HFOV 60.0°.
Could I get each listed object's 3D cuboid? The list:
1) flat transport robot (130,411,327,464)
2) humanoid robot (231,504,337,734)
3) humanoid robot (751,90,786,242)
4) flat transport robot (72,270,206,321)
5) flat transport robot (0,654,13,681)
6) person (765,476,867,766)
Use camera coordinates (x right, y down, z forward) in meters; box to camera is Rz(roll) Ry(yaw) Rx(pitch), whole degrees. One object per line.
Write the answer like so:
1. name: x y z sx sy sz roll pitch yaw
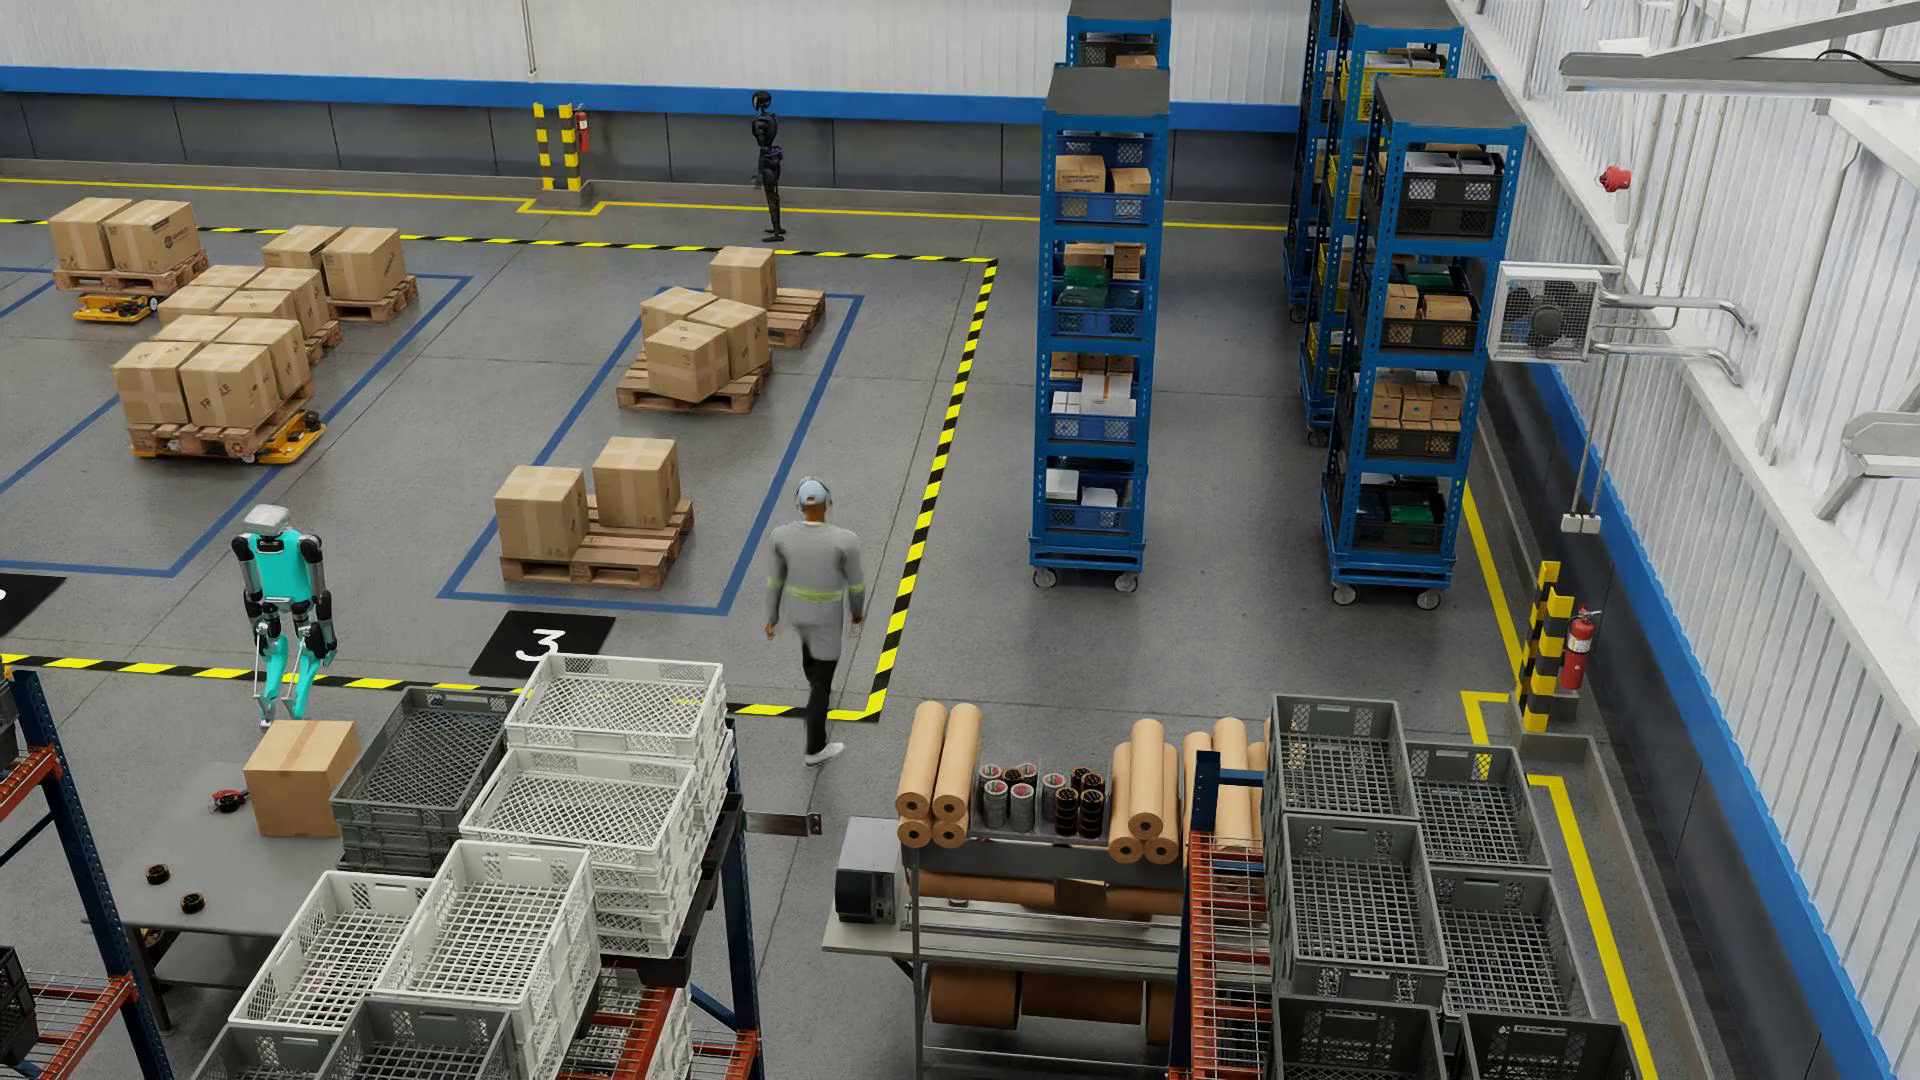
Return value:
1. flat transport robot: -6.254 -0.917 14.221 1.431 0.197 0.652 3 30 6
2. humanoid robot: -4.067 0.661 9.945 0.533 1.677 0.735 3 30 5
3. humanoid robot: -2.124 -4.127 18.347 0.315 1.657 0.599 2 30 4
4. flat transport robot: -8.449 -2.612 17.133 0.652 0.197 1.431 3 30 6
5. flat transport robot: -7.142 0.969 11.010 1.431 0.231 0.659 3 30 6
6. person: -0.910 0.463 10.387 0.612 1.776 0.882 11 32 18
